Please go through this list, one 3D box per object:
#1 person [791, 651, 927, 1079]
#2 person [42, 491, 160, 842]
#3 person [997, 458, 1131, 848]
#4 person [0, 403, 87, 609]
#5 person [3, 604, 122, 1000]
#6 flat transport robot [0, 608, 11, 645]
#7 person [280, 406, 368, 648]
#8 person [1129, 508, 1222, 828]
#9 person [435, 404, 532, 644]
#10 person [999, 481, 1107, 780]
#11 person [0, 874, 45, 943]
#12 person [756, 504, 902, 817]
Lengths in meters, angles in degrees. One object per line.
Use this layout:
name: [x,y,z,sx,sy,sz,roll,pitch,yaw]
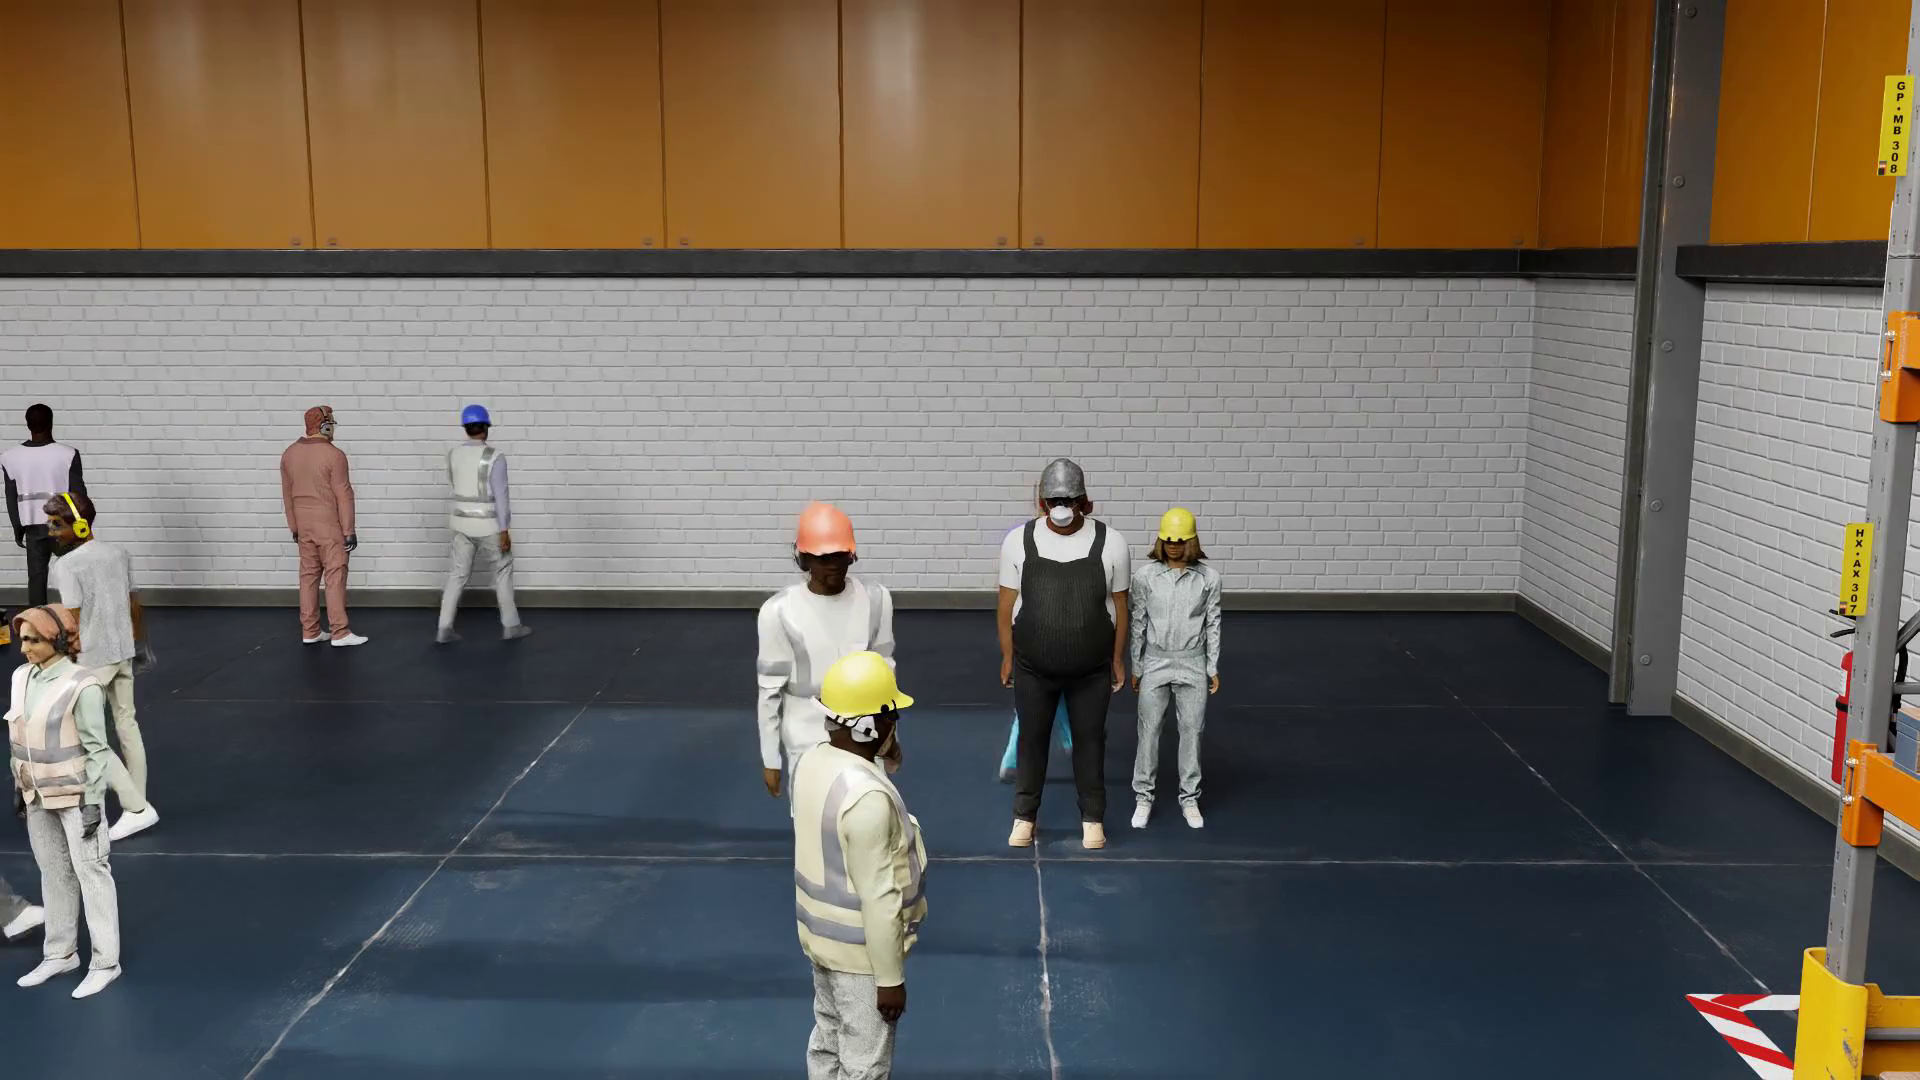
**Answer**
person: [-0.306,1.248,5.215,0.403,1.835,0.588,-5,11,-25]
person: [-4.457,0.651,8.794,0.443,1.844,0.717,3,10,15]
person: [0.529,0.588,8.551,0.690,2.000,0.538,1,10,5]
person: [-7.191,-0.115,13.129,0.593,1.920,0.391,-2,10,-10]
person: [-3.714,1.069,6.880,0.512,1.638,0.307,4,10,23]
flat transport robot: [-8.215,0.740,12.931,1.431,0.197,0.652,-6,11,-30]
person: [-5.000,-0.105,13.107,0.652,1.906,0.402,4,10,24]
person: [1.147,0.685,8.863,0.490,1.741,0.323,0,9,2]
person: [-3.826,-0.109,13.195,0.649,1.918,0.686,4,10,23]
person: [0.560,0.495,9.858,0.985,1.792,0.571,-7,12,-37]
person: [-4.461,0.915,7.096,1.025,1.865,0.596,-1,10,-9]
person: [-0.536,0.846,7.049,0.654,2.024,0.484,-4,10,-23]
